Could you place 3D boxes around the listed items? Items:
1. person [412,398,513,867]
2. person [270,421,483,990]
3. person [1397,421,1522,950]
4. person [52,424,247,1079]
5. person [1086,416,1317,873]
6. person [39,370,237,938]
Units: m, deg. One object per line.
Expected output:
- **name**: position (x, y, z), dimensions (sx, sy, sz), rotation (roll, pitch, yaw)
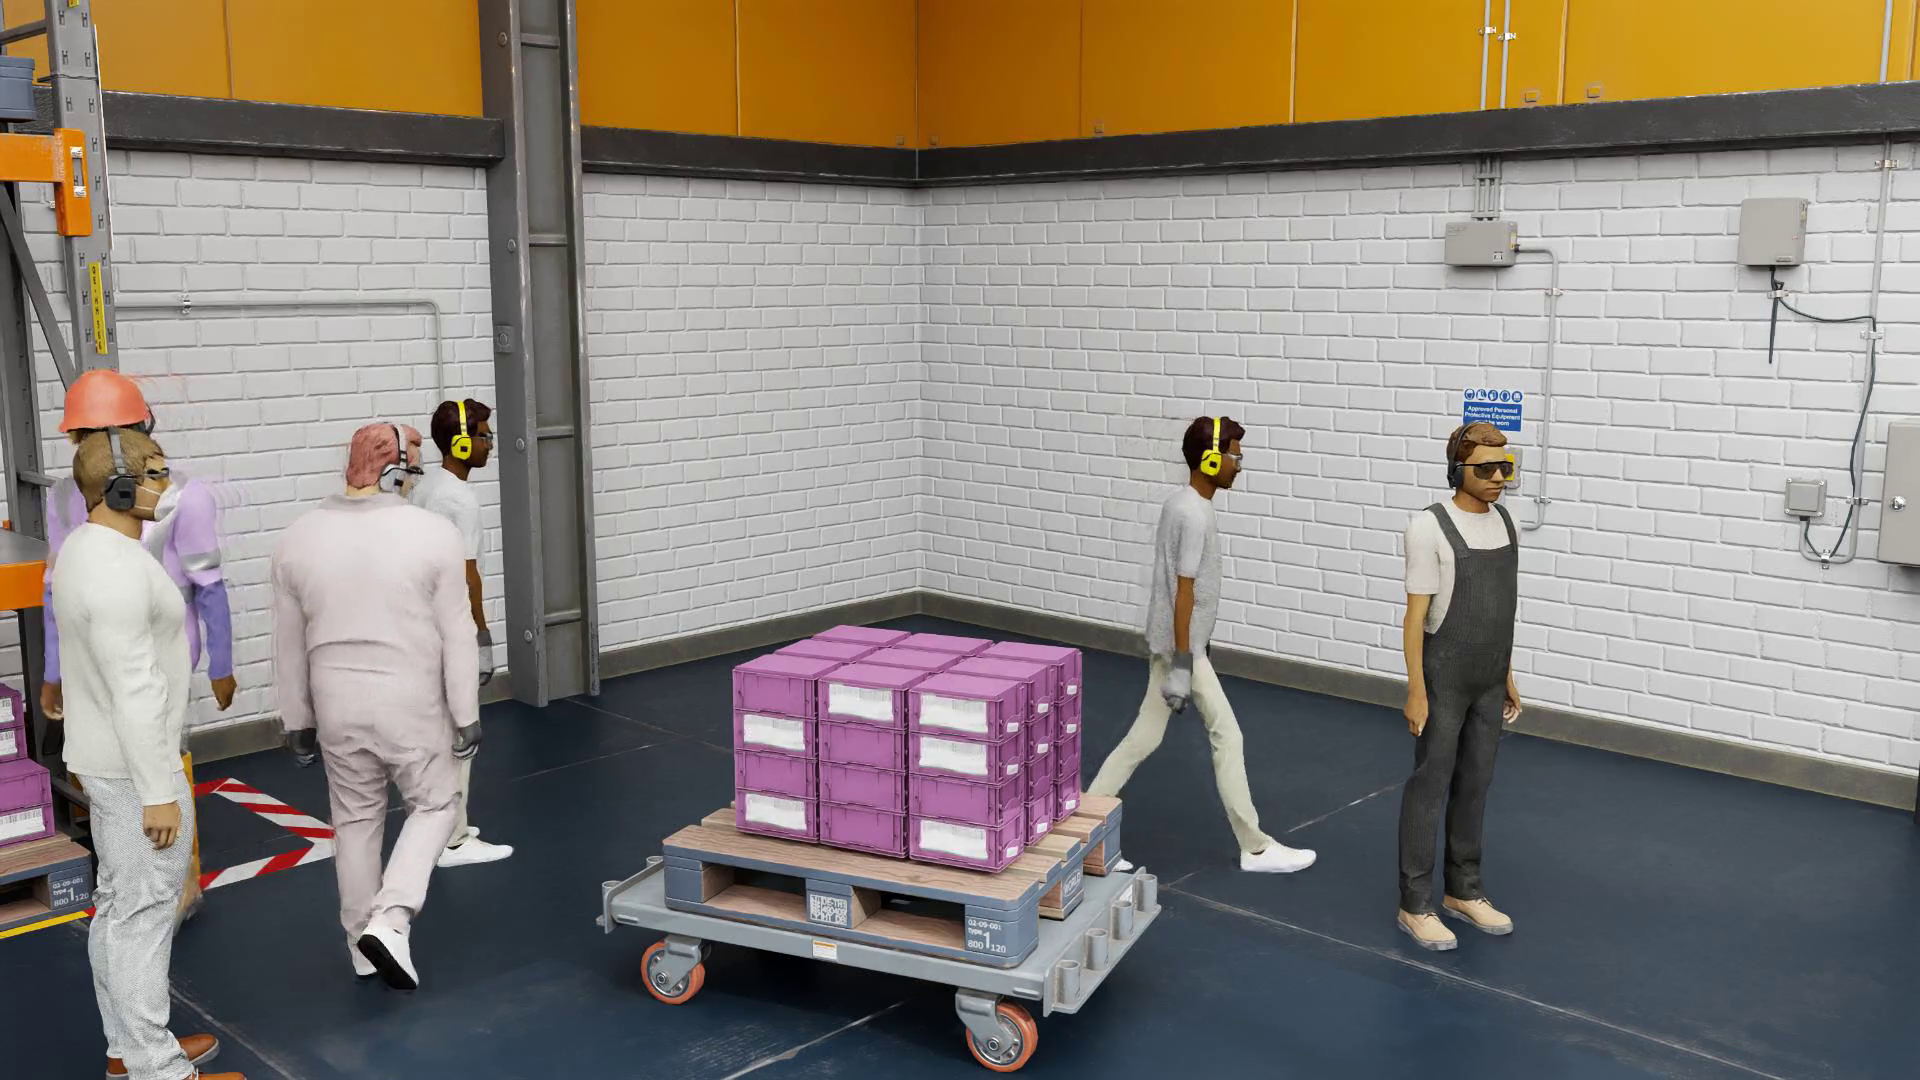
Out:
- **person**: position (-2.023, 0.367, 6.653), dimensions (0.369, 1.859, 0.514), rotation (-7, 12, -38)
- **person**: position (-1.888, 0.558, 5.383), dimensions (0.670, 1.878, 0.535), rotation (1, 9, 7)
- **person**: position (1.767, 0.501, 5.836), dimensions (0.517, 1.844, 0.332), rotation (-5, 11, -30)
- **person**: position (-2.306, 0.644, 4.676), dimensions (0.373, 1.940, 0.629), rotation (-6, 11, -35)
- **person**: position (0.856, 0.422, 6.475), dimensions (1.002, 1.813, 0.536), rotation (0, 9, -2)
- **person**: position (-2.890, 0.420, 5.784), dimensions (0.615, 2.016, 0.646), rotation (2, 10, 14)
